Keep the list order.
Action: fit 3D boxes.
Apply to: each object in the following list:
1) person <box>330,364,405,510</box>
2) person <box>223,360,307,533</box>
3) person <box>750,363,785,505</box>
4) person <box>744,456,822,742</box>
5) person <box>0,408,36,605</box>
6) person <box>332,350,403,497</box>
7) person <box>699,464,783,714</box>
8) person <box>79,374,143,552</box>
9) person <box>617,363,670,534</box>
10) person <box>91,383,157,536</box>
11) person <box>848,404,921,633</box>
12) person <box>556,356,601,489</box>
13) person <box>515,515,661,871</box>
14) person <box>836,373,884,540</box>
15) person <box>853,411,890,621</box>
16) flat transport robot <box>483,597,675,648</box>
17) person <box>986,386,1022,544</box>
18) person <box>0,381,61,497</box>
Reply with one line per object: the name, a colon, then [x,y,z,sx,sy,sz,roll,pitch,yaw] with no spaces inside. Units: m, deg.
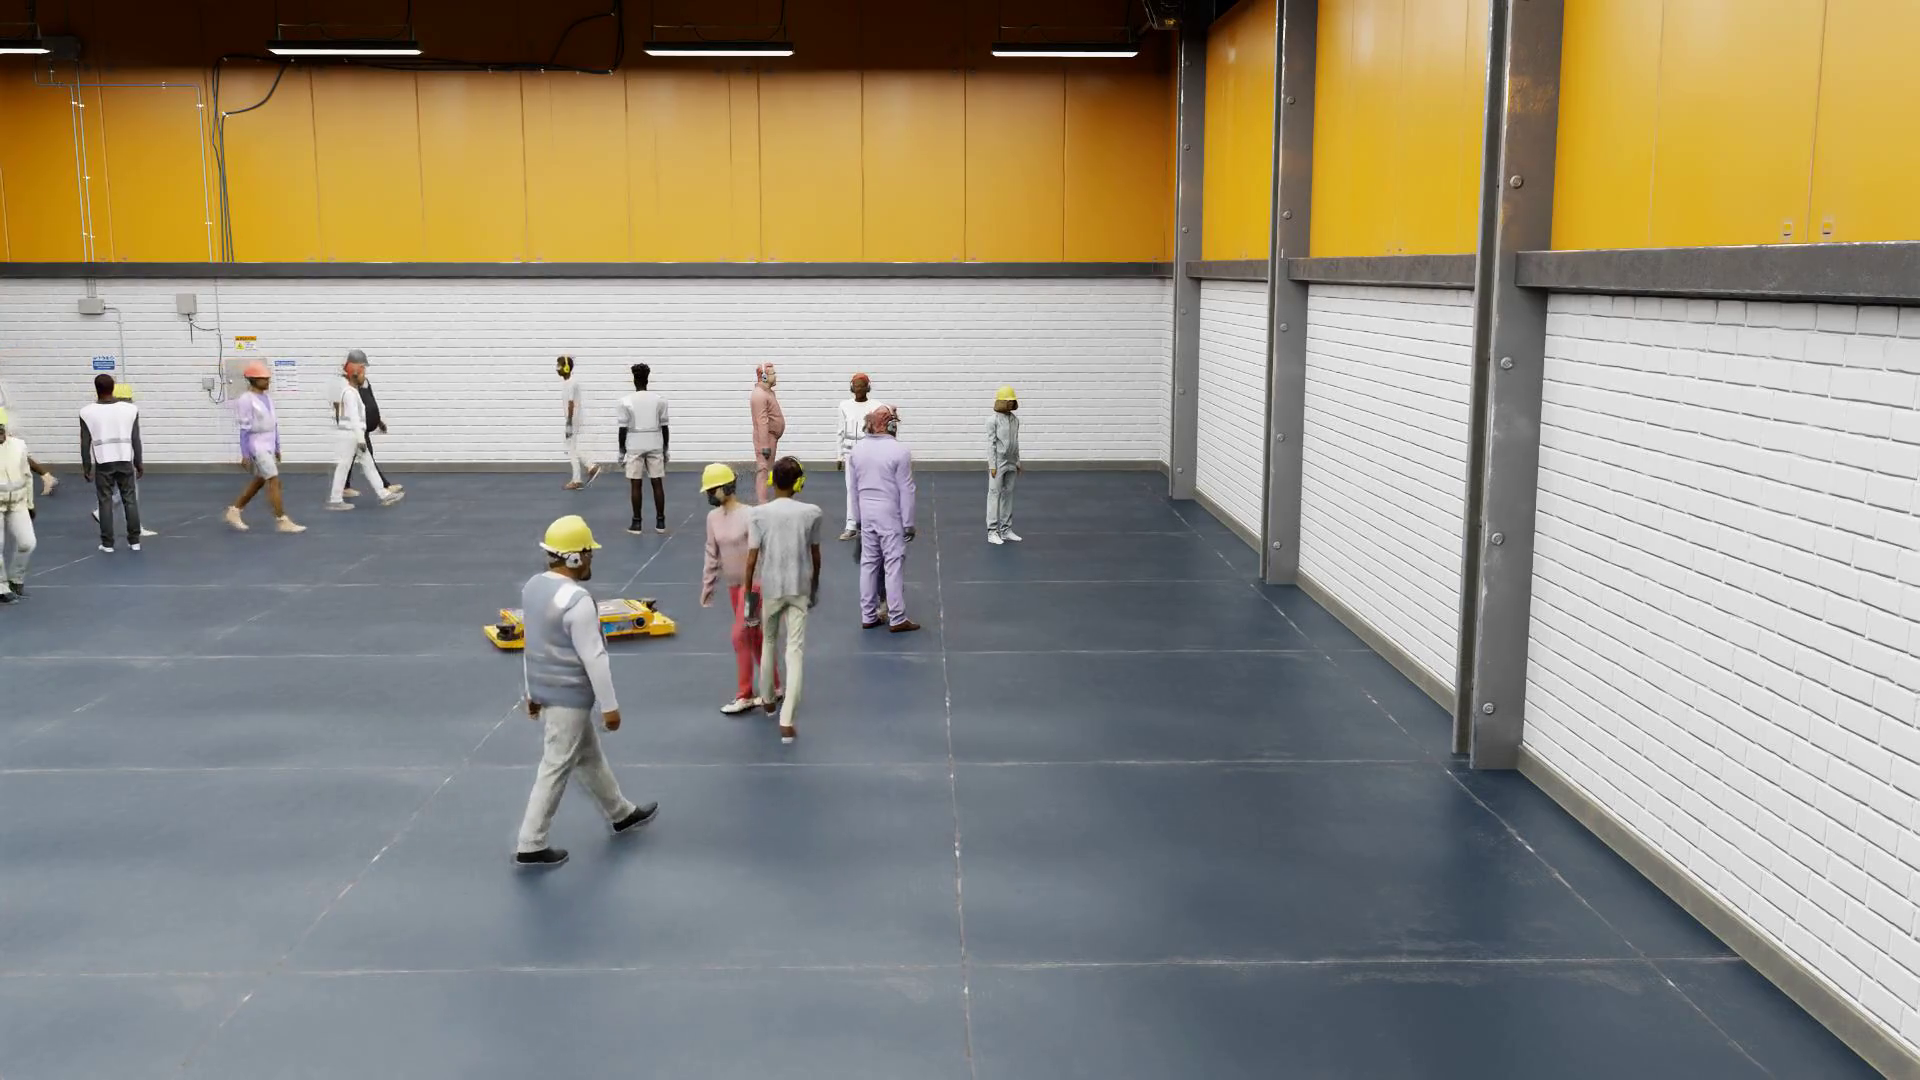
person: [-7.531,-1.291,20.981,0.974,1.823,0.614,-3,10,-17]
person: [-8.068,-1.066,19.088,1.003,2.005,0.618,1,9,5]
person: [-2.307,-1.172,20.008,0.410,1.913,0.643,-1,9,-4]
person: [-1.167,0.352,10.959,0.511,1.809,0.985,-1,9,-8]
person: [-8.647,-0.310,15.001,0.431,1.818,0.623,7,11,36]
person: [-7.862,-1.554,21.954,1.039,2.000,0.703,0,9,0]
person: [-1.506,0.323,11.416,0.547,1.706,0.692,9,13,44]
person: [-9.100,-0.823,17.874,0.605,1.915,0.409,-7,12,-36]
person: [-3.628,-1.051,19.097,0.612,1.962,0.367,-4,10,-23]
person: [-9.517,-0.900,18.839,0.595,1.753,0.535,-3,10,-20]
person: [-0.620,-0.183,13.954,0.643,1.910,0.400,7,12,38]
person: [-5.291,-1.610,22.917,0.487,1.849,0.516,-3,10,-17]
person: [-1.946,0.760,8.560,0.904,1.780,0.607,-7,11,-35]
person: [-1.107,-0.922,18.558,0.584,1.883,0.347,3,10,16]
person: [-0.691,-0.198,14.283,0.415,1.828,0.542,8,12,41]
flat transport robot: [-3.141,0.673,13.710,1.431,0.197,0.652,-5,10,-26]
person: [0.505,-0.835,18.451,0.296,1.744,0.484,9,13,42]
person: [-12.503,-1.492,21.784,1.101,1.978,0.634,-5,11,-28]
